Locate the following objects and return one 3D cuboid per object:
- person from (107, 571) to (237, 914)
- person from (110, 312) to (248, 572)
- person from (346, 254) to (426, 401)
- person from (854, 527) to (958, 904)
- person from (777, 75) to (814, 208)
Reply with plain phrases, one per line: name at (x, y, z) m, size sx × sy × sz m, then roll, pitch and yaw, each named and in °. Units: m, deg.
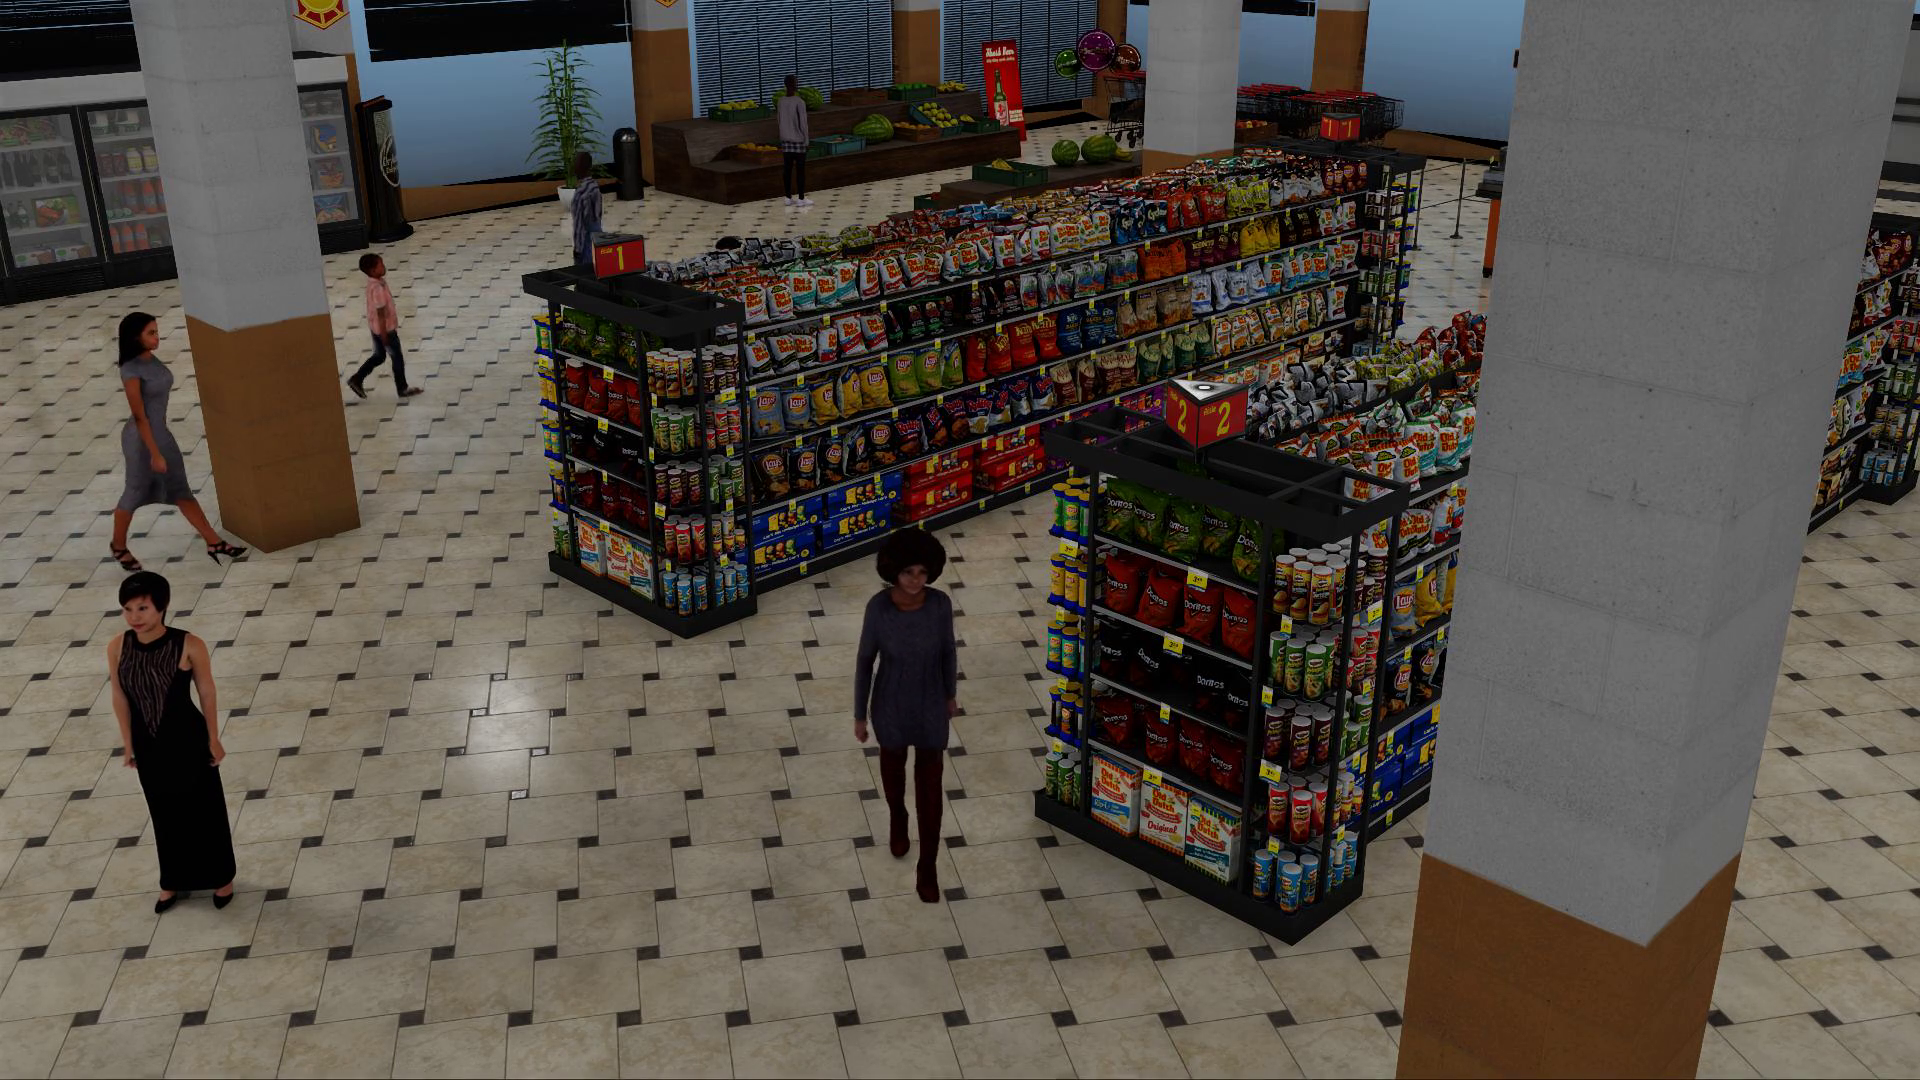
person at (-3.433, 0.876, 7.270) m, size 0.642 × 1.603 × 0.717 m, roll -2°, pitch 22°, yaw -5°
person at (-5.315, -0.580, 10.731) m, size 1.142 × 1.724 × 1.101 m, roll 1°, pitch 22°, yaw 4°
person at (-5.077, -1.835, 14.434) m, size 0.907 × 1.291 × 0.645 m, roll -12°, pitch 25°, yaw -27°
person at (-0.239, 0.718, 7.555) m, size 1.017 × 1.683 × 1.043 m, roll -2°, pitch 22°, yaw -4°
person at (-2.299, -5.504, 22.921) m, size 0.670 × 1.772 × 0.633 m, roll 11°, pitch 25°, yaw 26°
